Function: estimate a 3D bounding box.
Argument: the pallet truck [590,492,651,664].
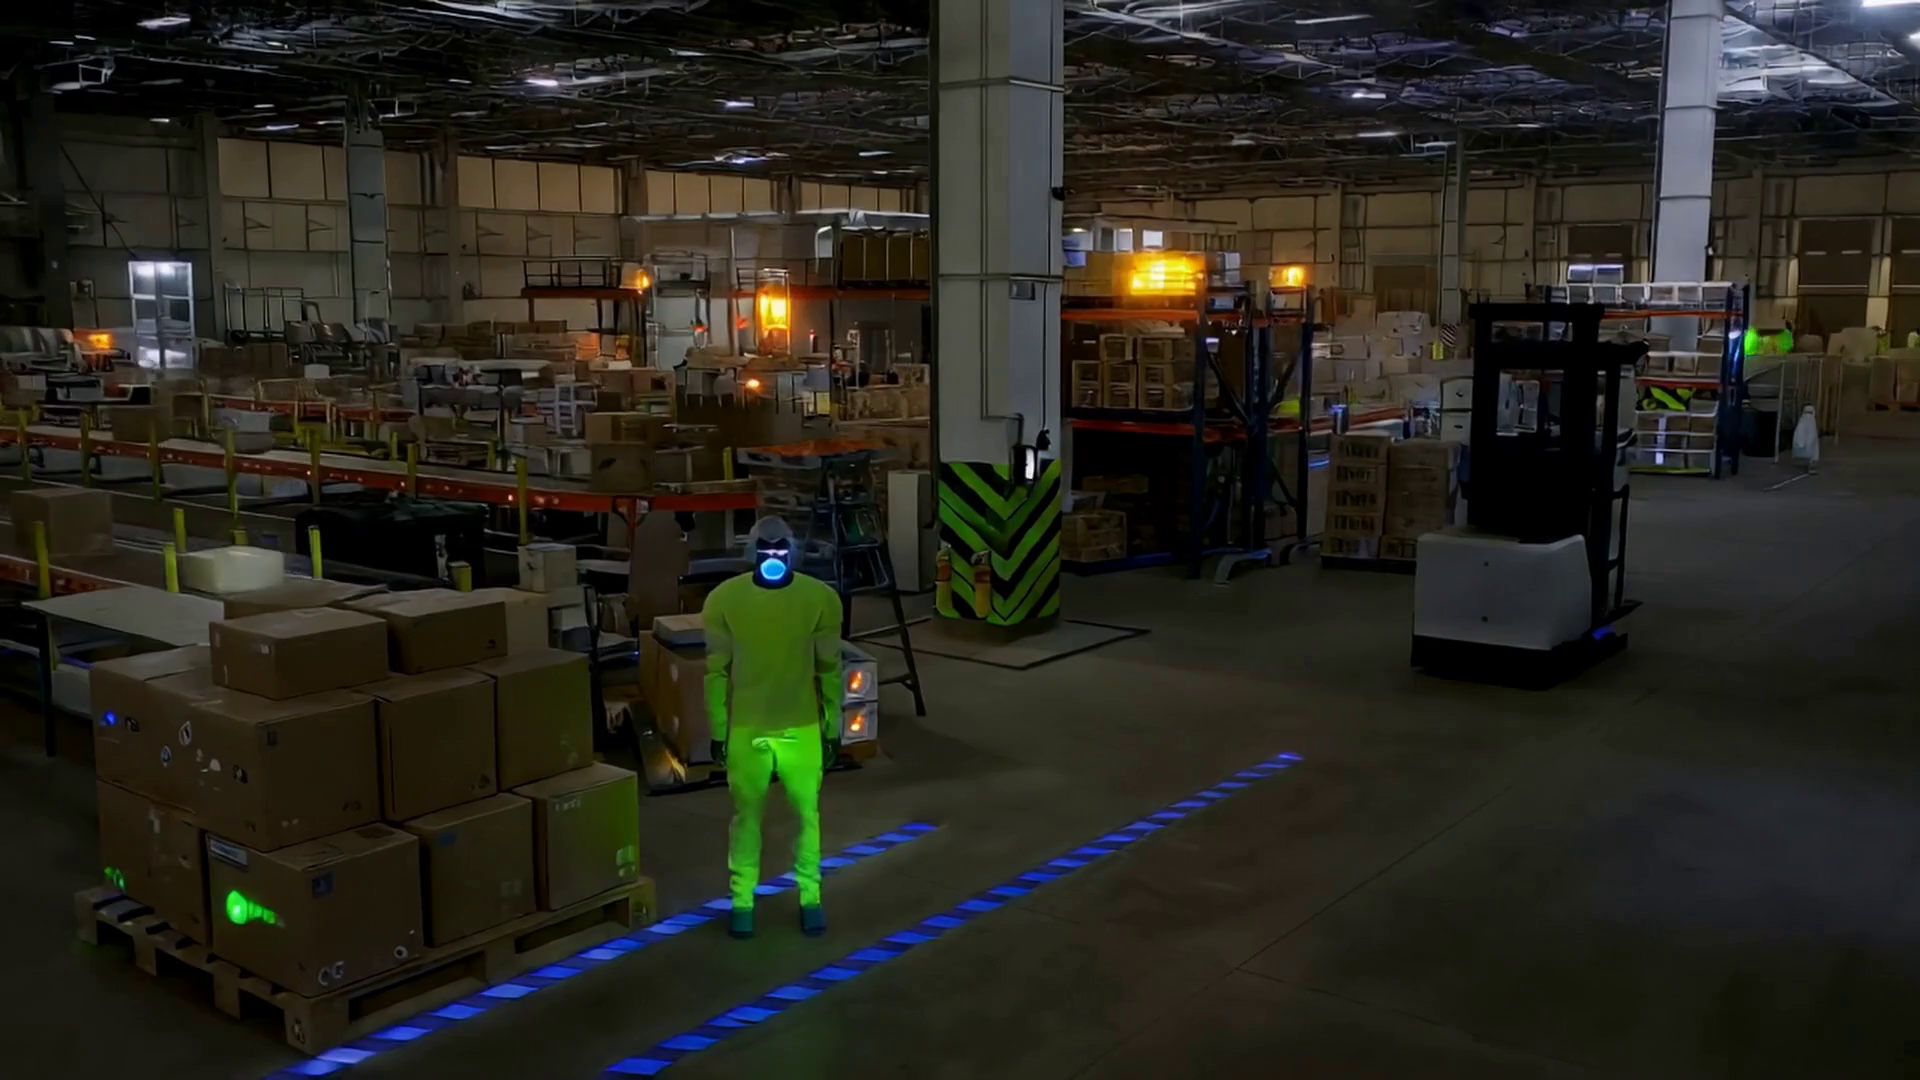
[{"bbox_3d":[-3.115,0.344,12.883,0.653,1.274,1.630,7,11,37],"label":"pallet truck"}]

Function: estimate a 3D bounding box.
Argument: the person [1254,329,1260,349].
[{"bbox_3d":[15.462,-10.837,86.449,0.429,1.839,0.634,6,10,33],"label":"person"}]

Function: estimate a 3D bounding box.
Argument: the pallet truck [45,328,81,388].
[{"bbox_3d":[-23.775,-4.544,43.495,1.885,1.965,0.823,6,10,35],"label":"pallet truck"}]

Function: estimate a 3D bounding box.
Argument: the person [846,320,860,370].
[{"bbox_3d":[-4.010,-7.319,62.580,0.576,1.885,0.355,-7,11,-38],"label":"person"}]

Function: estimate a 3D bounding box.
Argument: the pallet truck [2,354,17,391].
[{"bbox_3d":[-24.881,-4.417,42.634,1.885,1.965,0.823,8,11,41],"label":"pallet truck"}]

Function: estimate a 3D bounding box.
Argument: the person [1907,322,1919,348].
[{"bbox_3d":[31.835,-6.273,55.351,0.357,1.936,0.636,-4,9,-27],"label":"person"}]

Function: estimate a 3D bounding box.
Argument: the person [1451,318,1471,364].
[{"bbox_3d":[20.603,-8.142,68.086,0.938,1.909,0.646,-2,9,-10],"label":"person"}]

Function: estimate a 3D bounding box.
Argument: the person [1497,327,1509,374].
[{"bbox_3d":[14.827,-4.833,45.293,0.692,2.000,1.009,-3,9,-20],"label":"person"}]

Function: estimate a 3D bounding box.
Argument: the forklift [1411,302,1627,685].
[{"bbox_3d":[4.379,-0.438,12.852,1.129,2.768,1.873,7,11,37],"label":"forklift"}]

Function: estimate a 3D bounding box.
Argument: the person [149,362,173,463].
[{"bbox_3d":[-13.372,-2.116,27.952,0.457,1.754,0.530,1,8,4],"label":"person"}]

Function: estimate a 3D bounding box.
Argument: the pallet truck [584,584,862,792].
[{"bbox_3d":[-1.426,0.805,10.019,1.601,1.201,0.680,-4,9,-26],"label":"pallet truck"}]

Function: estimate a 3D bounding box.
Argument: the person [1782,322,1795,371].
[{"bbox_3d":[30.885,-7.206,62.000,0.447,1.830,0.661,6,10,35],"label":"person"}]

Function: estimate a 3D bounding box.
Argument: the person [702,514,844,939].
[{"bbox_3d":[-0.834,0.836,7.474,0.624,1.931,0.377,-1,9,-7],"label":"person"}]

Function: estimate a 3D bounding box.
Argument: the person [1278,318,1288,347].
[{"bbox_3d":[16.991,-11.059,87.453,0.542,1.983,0.637,6,10,34],"label":"person"}]

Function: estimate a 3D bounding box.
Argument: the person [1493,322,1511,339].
[{"bbox_3d":[18.096,-6.324,55.683,0.617,1.954,1.002,2,9,10],"label":"person"}]

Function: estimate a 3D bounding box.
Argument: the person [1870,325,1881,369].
[{"bbox_3d":[35.285,-7.441,64.038,0.321,1.695,0.529,6,11,37],"label":"person"}]
